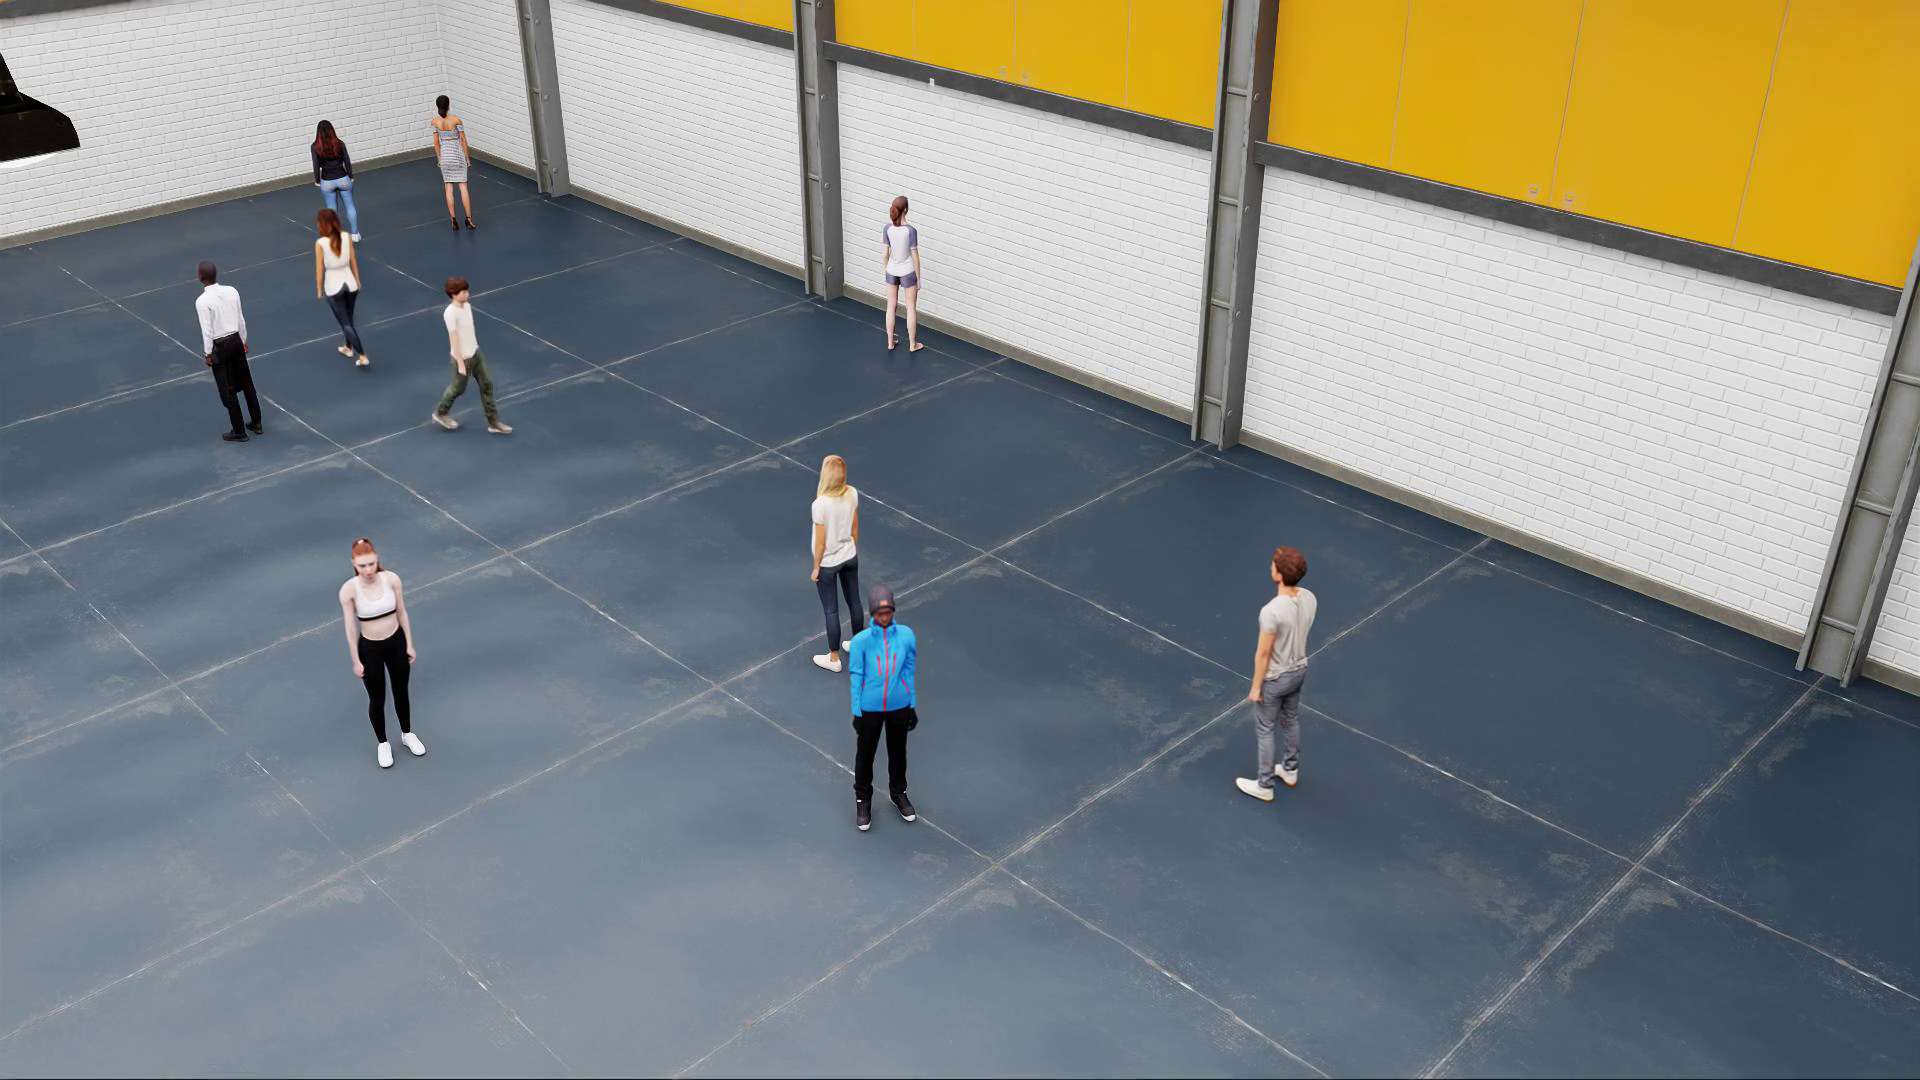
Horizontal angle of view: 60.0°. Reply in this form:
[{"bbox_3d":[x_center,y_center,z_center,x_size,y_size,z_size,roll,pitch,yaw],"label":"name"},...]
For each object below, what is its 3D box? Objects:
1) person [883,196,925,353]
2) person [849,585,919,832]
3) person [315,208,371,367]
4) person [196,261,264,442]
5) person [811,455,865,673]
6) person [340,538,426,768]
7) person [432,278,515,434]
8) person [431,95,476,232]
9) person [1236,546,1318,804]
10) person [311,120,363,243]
[{"bbox_3d":[-0.657,-2.969,18.539,0.619,1.766,0.725,9,30,16],"label":"person"},{"bbox_3d":[-0.511,1.090,11.069,0.696,1.792,0.699,-8,30,-14],"label":"person"},{"bbox_3d":[-6.689,-2.707,18.064,0.965,1.761,0.651,22,36,35],"label":"person"},{"bbox_3d":[-7.260,-1.876,16.461,0.631,1.836,0.701,14,32,24],"label":"person"},{"bbox_3d":[-0.935,0.170,12.738,0.604,1.809,0.484,-25,37,-37],"label":"person"},{"bbox_3d":[-4.062,0.778,11.695,0.618,1.742,0.551,-19,34,-31],"label":"person"},{"bbox_3d":[-5.001,-1.813,16.572,1.175,1.620,0.938,8,30,14],"label":"person"},{"bbox_3d":[-6.805,-5.063,22.317,0.676,1.822,0.732,0,29,-1],"label":"person"},{"bbox_3d":[2.181,0.911,11.293,0.652,1.892,0.548,-23,36,-35],"label":"person"},{"bbox_3d":[-8.214,-4.715,21.876,0.707,1.635,0.684,-12,31,-21],"label":"person"}]
